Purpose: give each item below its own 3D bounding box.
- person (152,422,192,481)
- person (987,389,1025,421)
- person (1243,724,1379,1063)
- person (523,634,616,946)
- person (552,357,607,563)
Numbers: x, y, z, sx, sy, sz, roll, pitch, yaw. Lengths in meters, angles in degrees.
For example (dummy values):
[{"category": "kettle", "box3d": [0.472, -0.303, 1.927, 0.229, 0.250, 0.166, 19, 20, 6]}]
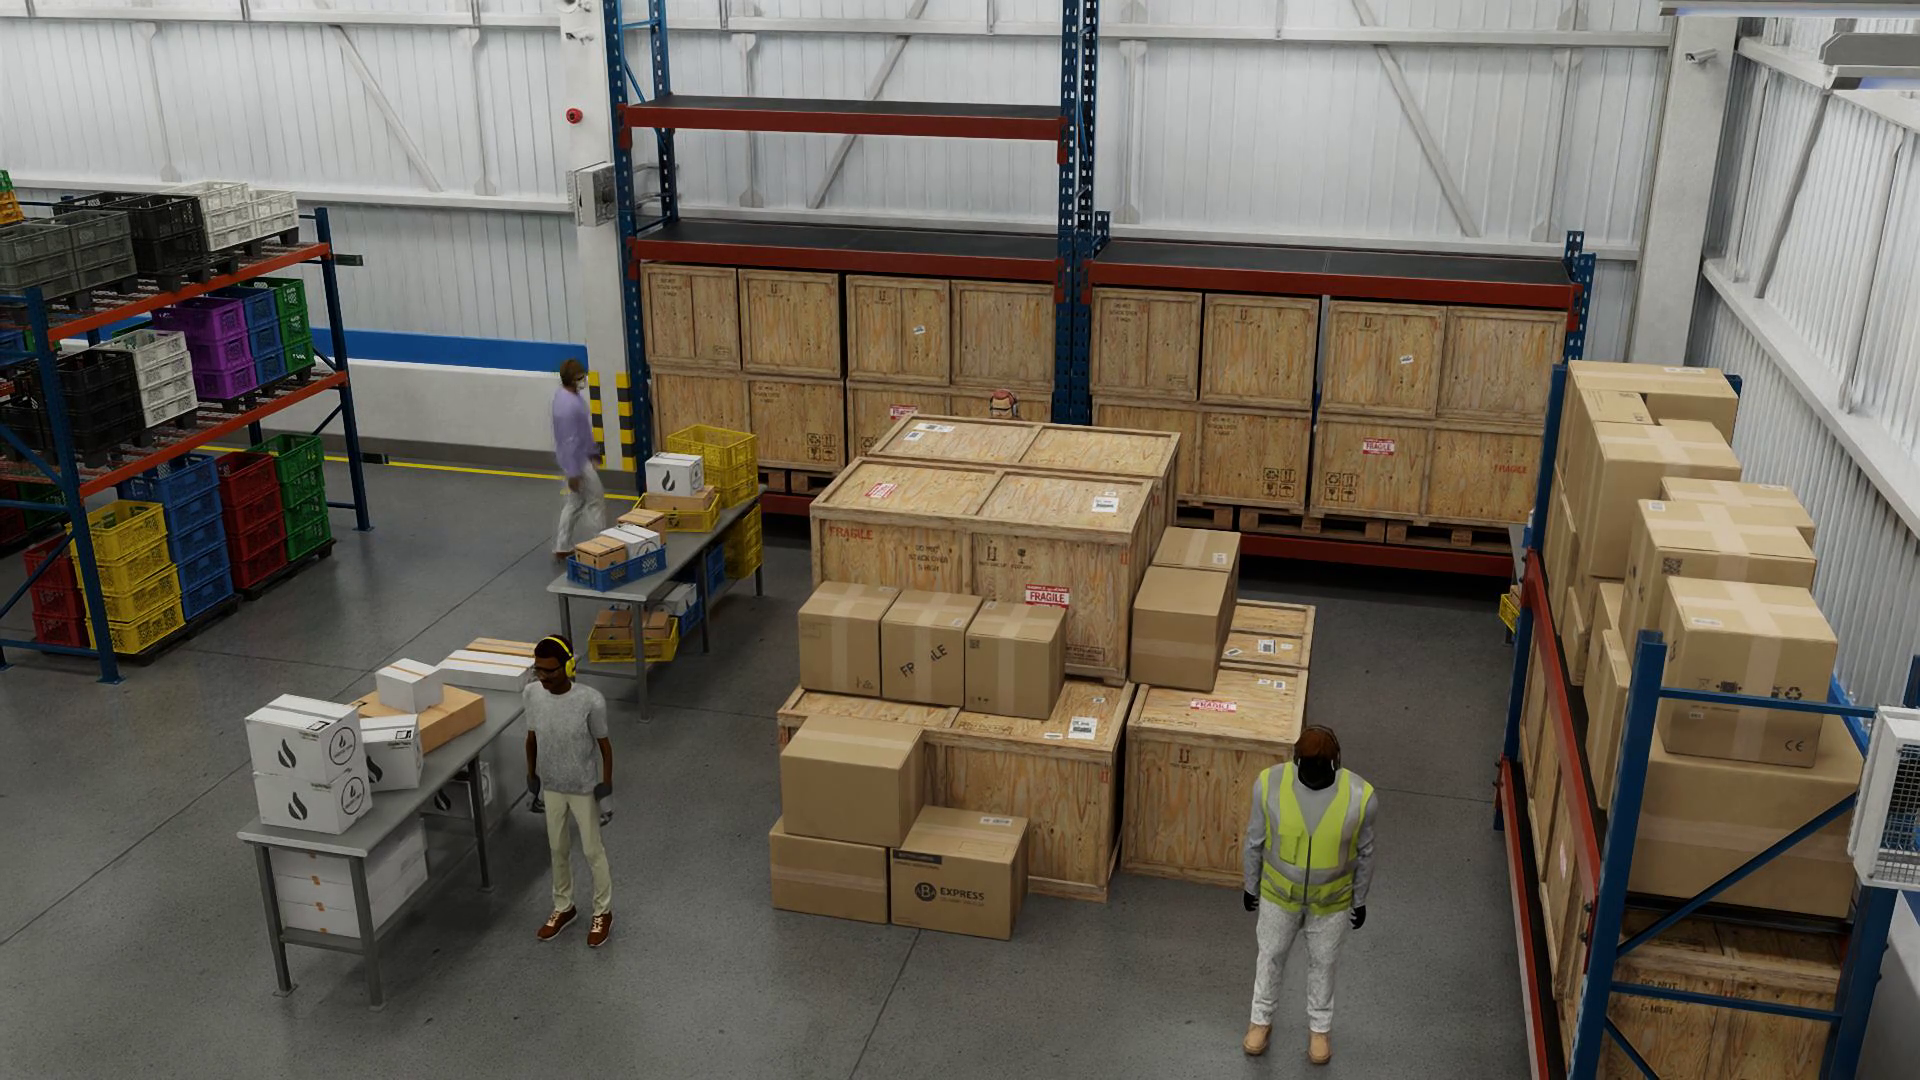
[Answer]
[{"category": "person", "box3d": [-7.255, -0.955, 15.266, 0.575, 1.883, 0.355, 13, 24, 30]}, {"category": "person", "box3d": [0.350, -0.309, 13.544, 0.652, 1.906, 0.402, 5, 21, 13]}, {"category": "person", "box3d": [1.712, 1.749, 8.246, 0.634, 1.841, 0.429, 5, 21, 13]}, {"category": "person", "box3d": [-2.157, 1.377, 9.185, 0.535, 1.868, 0.309, 5, 21, 13]}, {"category": "person", "box3d": [-3.304, -0.678, 14.519, 0.679, 1.906, 0.687, -4, 21, -12]}]
